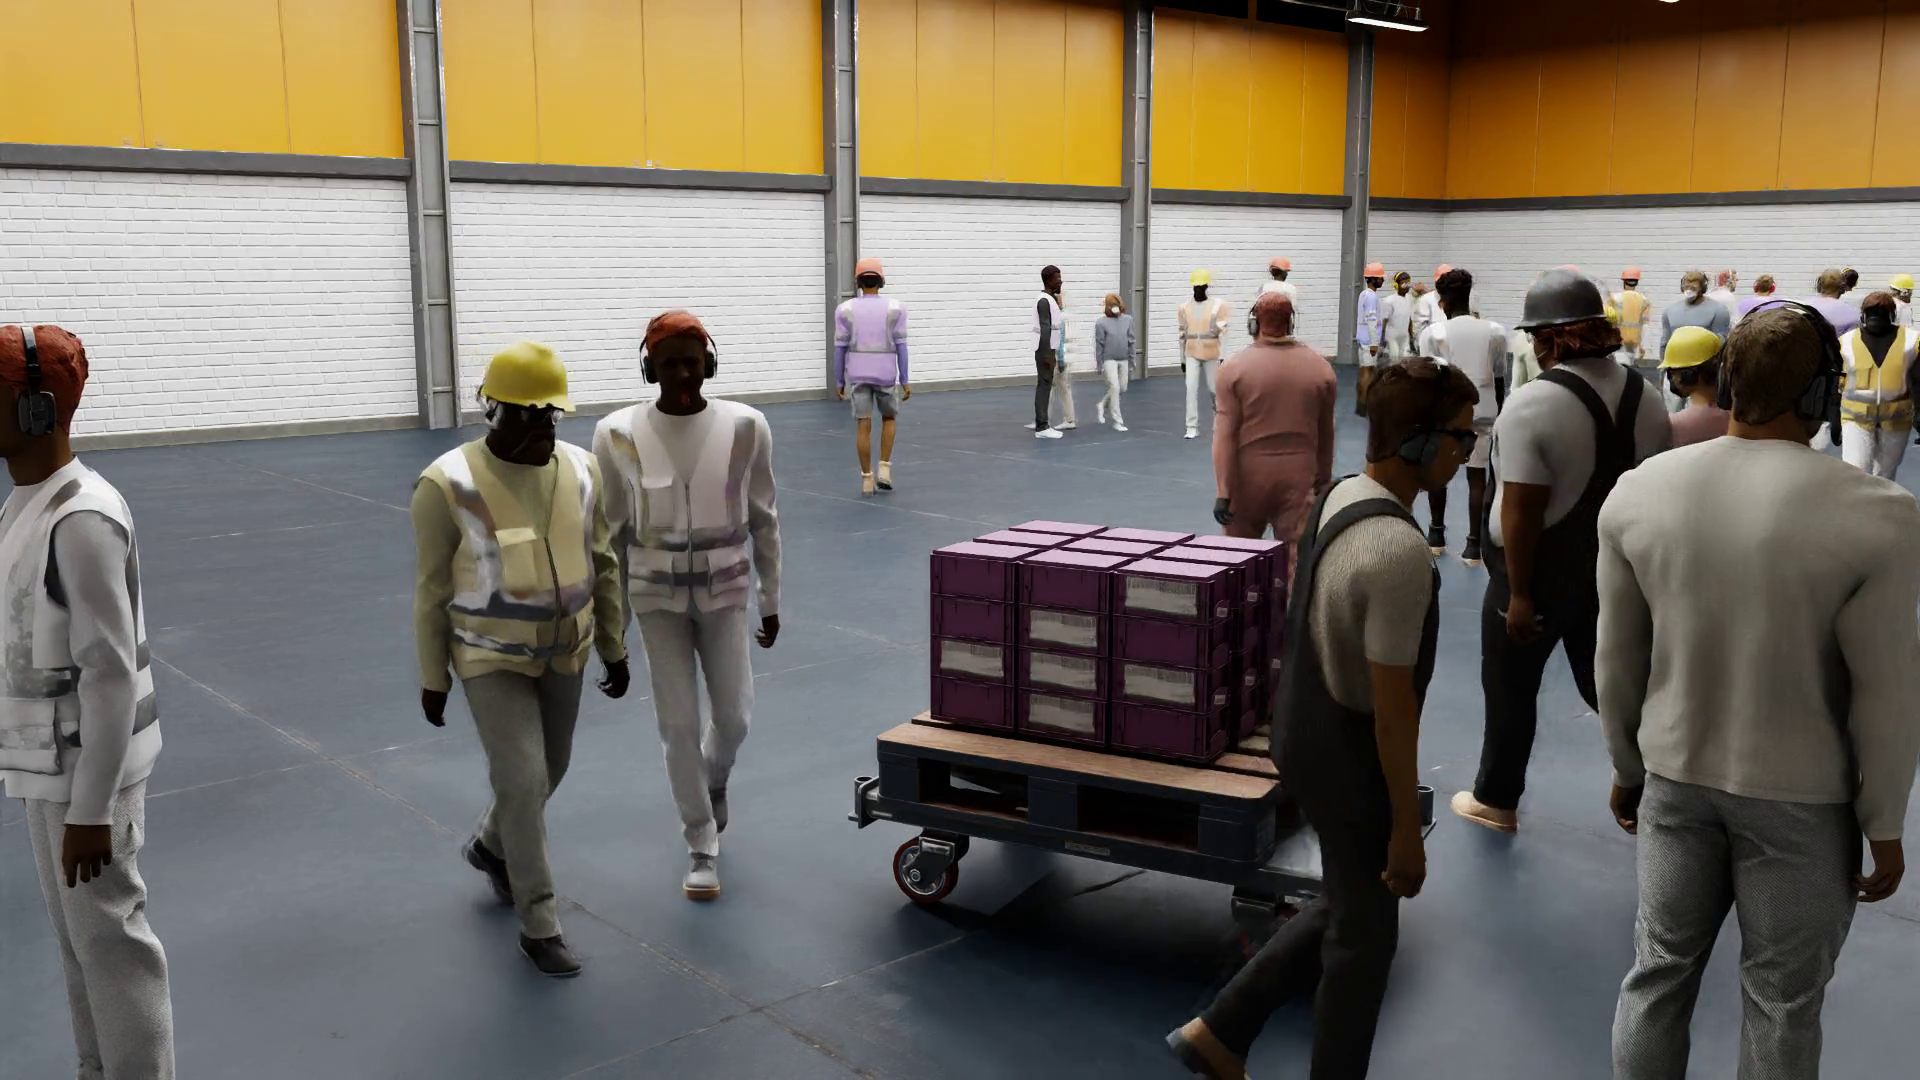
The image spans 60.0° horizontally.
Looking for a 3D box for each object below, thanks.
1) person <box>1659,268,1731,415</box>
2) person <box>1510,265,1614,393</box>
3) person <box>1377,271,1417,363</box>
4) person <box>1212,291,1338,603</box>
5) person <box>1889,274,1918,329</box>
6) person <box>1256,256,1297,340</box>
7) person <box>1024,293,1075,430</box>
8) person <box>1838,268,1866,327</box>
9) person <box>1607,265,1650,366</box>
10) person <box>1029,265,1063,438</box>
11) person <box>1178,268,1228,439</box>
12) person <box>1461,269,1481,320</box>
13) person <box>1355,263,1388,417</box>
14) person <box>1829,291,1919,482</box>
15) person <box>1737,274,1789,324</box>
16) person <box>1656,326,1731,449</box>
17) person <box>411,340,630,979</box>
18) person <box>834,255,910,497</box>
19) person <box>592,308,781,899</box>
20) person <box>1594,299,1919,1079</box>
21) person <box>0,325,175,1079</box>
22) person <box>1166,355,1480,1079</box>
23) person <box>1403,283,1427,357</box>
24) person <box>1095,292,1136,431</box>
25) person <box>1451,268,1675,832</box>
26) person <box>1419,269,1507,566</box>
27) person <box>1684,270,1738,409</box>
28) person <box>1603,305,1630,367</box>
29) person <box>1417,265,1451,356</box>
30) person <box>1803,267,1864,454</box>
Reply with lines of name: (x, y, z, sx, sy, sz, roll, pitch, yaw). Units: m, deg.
person: (6.796, -1.554, 15.408, 0.656, 1.916, 0.644, -9, 13, -43)
person: (3.533, -0.635, 9.859, 0.628, 1.971, 0.677, 9, 13, 42)
person: (5.579, -2.576, 21.628, 0.521, 1.841, 0.713, -9, 13, -43)
person: (1.537, -0.294, 8.224, 0.673, 1.851, 1.012, -2, 10, -11)
person: (11.238, -2.250, 19.817, 0.873, 1.791, 0.628, 0, 10, 3)
person: (4.268, -2.819, 22.500, 0.606, 2.028, 0.501, 8, 13, 40)
person: (1.029, -2.076, 19.318, 0.712, 1.608, 0.543, 1, 10, 3)
person: (11.053, -2.456, 20.821, 0.509, 1.872, 0.329, -2, 10, -12)
person: (8.536, -2.552, 21.281, 0.542, 1.909, 0.926, -1, 10, -4)
person: (0.971, -2.103, 18.606, 0.386, 1.920, 0.587, 1, 10, 6)
person: (2.739, -2.100, 18.676, 0.602, 1.899, 0.871, 4, 11, 24)
person: (6.827, -2.752, 22.644, 0.484, 1.839, 0.587, 0, 10, -2)
person: (5.197, -2.525, 21.028, 0.357, 1.938, 0.542, 0, 10, 2)
person: (6.343, -0.823, 11.516, 0.628, 1.797, 0.986, 5, 11, 26)
person: (9.548, -2.259, 19.852, 0.566, 1.814, 0.879, 6, 12, 33)
person: (2.946, 0.015, 6.711, 0.533, 1.743, 0.570, -6, 11, -30)
person: (-1.323, 0.311, 4.886, 0.805, 1.800, 0.611, 9, 13, 44)
person: (-0.742, -1.384, 14.085, 0.640, 2.022, 0.546, 0, 10, 1)
person: (-0.871, 0.187, 5.369, 0.576, 1.868, 0.571, -2, 10, -12)
person: (1.569, 0.498, 3.325, 0.372, 1.940, 0.631, -9, 13, -41)
person: (-1.888, 0.492, 3.520, 0.355, 1.883, 0.574, -8, 12, -38)
person: (0.797, 0.515, 3.564, 0.523, 1.825, 0.549, 0, 10, 0)
person: (7.187, -3.250, 26.259, 0.858, 1.591, 0.529, -1, 10, -5)
person: (1.773, -2.085, 19.406, 0.509, 1.608, 0.634, -5, 11, -25)
person: (2.079, 0.070, 5.529, 0.683, 2.000, 0.955, -4, 10, -21)
person: (3.328, -0.825, 11.081, 0.641, 1.922, 0.841, 0, 10, 3)
person: (9.856, -2.564, 21.537, 1.038, 1.851, 0.649, 2, 10, 9)
person: (4.475, -0.803, 11.691, 0.934, 1.677, 0.497, -1, 10, -4)
person: (6.005, -2.480, 20.828, 0.558, 1.907, 0.735, 5, 11, 26)
person: (7.434, -1.385, 14.394, 0.494, 1.924, 0.648, -8, 12, -38)
